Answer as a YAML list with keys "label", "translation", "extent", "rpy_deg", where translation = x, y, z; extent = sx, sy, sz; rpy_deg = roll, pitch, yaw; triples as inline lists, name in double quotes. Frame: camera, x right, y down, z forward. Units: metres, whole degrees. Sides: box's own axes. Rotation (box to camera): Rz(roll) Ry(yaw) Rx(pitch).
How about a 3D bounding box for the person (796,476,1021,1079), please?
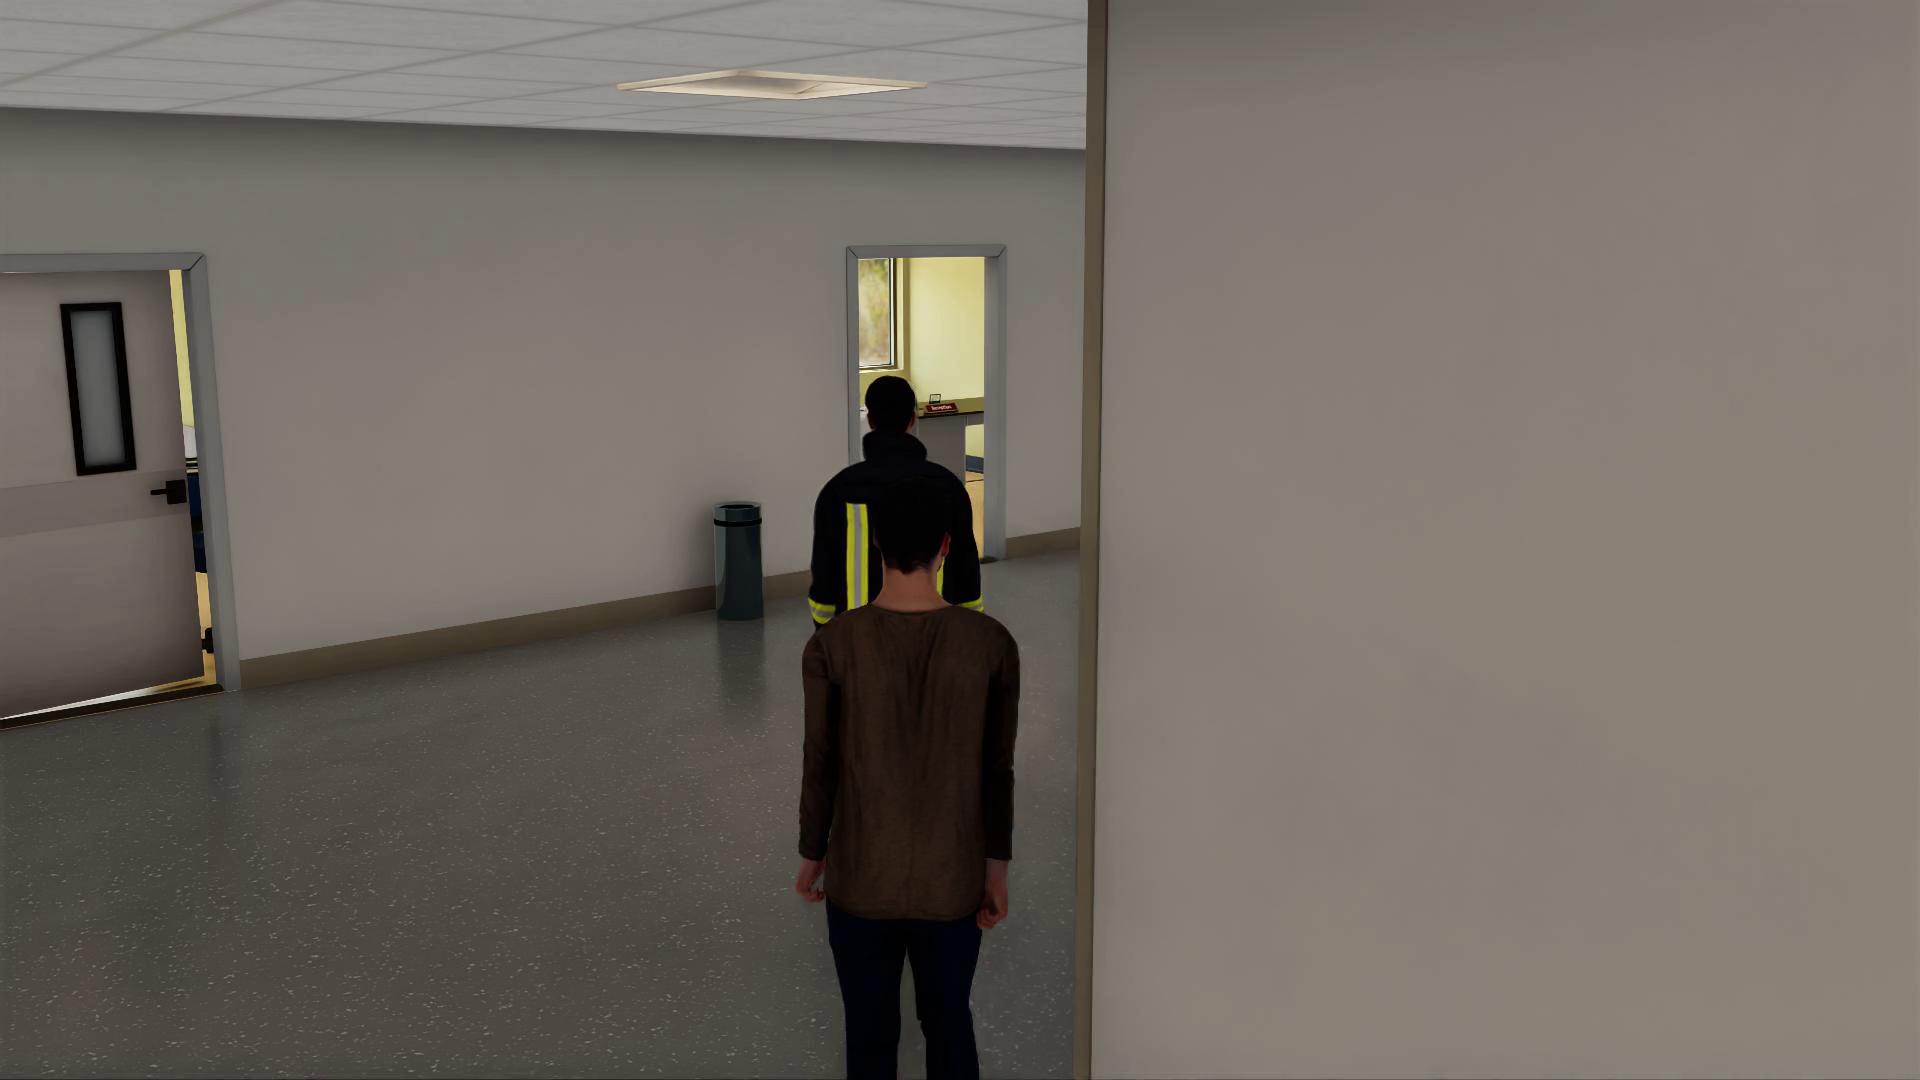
- label: "person"
  translation: [-0.112, 0.806, 3.841]
  extent: [0.799, 1.873, 0.874]
  rpy_deg: [-2, 11, -11]

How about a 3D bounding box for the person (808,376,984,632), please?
- label: "person"
  translation: [-0.224, 0.375, 6.012]
  extent: [0.917, 1.910, 0.993]
  rpy_deg: [0, 11, 2]
